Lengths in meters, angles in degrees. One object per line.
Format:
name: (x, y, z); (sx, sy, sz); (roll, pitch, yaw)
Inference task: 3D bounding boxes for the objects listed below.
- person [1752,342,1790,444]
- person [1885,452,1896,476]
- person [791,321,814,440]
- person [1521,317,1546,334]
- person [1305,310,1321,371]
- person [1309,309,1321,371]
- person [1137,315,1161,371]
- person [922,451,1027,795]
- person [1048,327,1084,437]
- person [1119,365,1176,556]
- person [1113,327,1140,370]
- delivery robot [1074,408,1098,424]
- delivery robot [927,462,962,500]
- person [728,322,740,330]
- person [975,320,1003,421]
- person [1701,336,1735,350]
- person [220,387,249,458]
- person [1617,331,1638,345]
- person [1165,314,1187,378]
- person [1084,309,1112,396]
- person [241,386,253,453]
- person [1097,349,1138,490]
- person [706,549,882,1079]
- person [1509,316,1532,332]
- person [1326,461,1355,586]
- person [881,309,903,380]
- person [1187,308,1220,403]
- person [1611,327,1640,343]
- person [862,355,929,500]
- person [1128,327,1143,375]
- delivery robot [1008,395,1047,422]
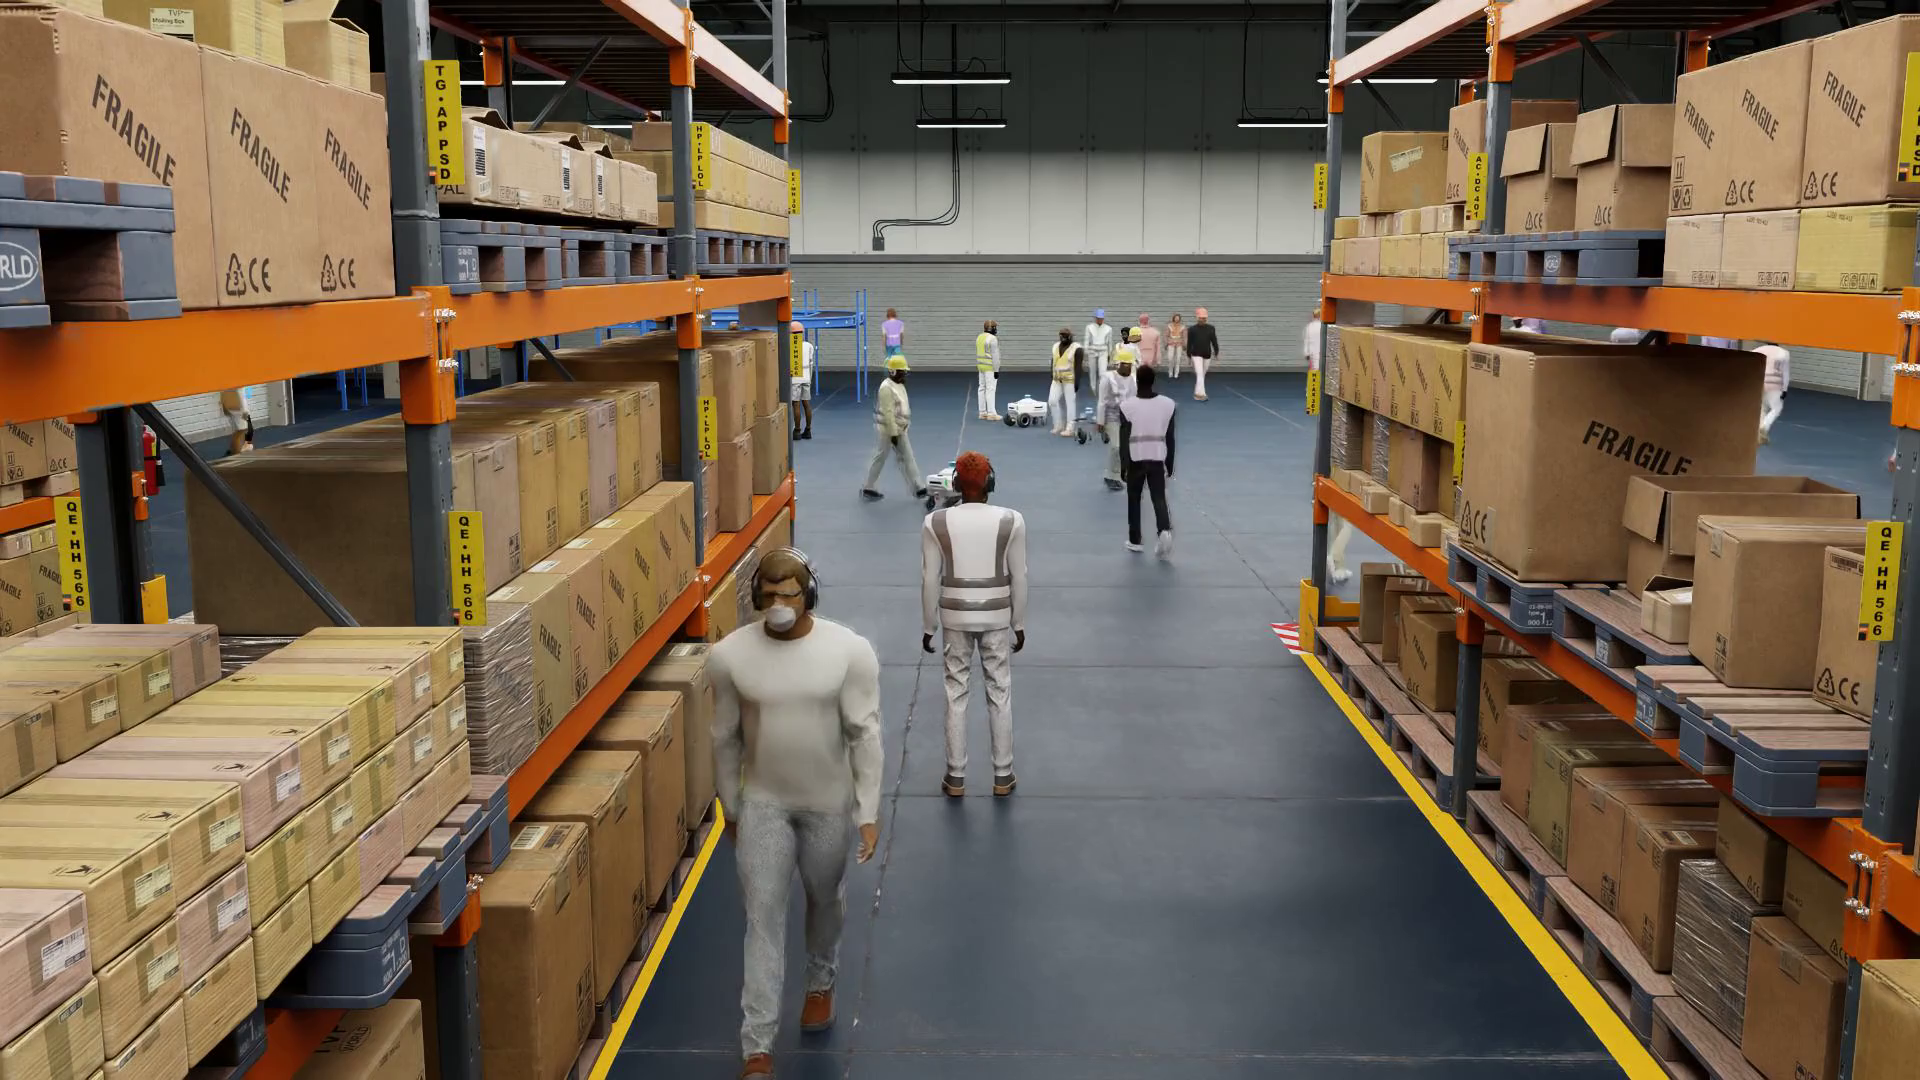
person: (12.889, -2.427, 26.547); (0.631, 1.827, 0.631); (-8, 13, -41)
person: (12.651, -1.709, 21.930); (0.613, 1.933, 0.534); (-4, 10, -23)
person: (-2.665, -2.625, 27.381); (0.360, 1.937, 0.542); (9, 13, 42)
person: (14.584, -5.169, 42.338); (0.631, 2.029, 0.687); (3, 10, 18)
person: (7.849, -4.023, 35.939); (0.864, 1.874, 0.642); (-4, 10, -24)
person: (8.803, -4.825, 41.072); (0.330, 1.765, 0.533); (2, 10, 9)
person: (3.700, -3.607, 33.529); (0.665, 1.859, 1.018); (-2, 10, -10)
person: (0.080, 0.454, 9.087); (0.574, 1.886, 0.360); (0, 9, 1)
person: (1.732, -2.636, 27.768); (0.667, 1.822, 0.556); (7, 12, 38)
person: (1.871, -0.798, 16.556); (0.594, 1.894, 0.866); (-1, 10, -9)
person: (3.114, -3.143, 31.198); (0.540, 1.696, 0.316); (5, 11, 29)
delivery robot: (2.094, -2.031, 27.014); (0.335, 0.223, 0.698); (-3, 10, -17)
delivery robot: (-0.072, -0.687, 19.751); (0.477, 0.478, 0.707); (8, 12, 38)
person: (-3.977, -2.913, 29.375); (0.513, 1.845, 0.333); (-1, 10, -8)
person: (0.539, -3.148, 30.811); (0.430, 1.841, 0.624); (-6, 11, -31)
person: (14.758, -3.458, 32.446); (0.656, 1.913, 0.462); (-1, 9, -4)
person: (-9.897, -1.850, 22.774); (0.399, 1.920, 0.575); (-9, 13, -42)
person: (8.841, -1.822, 22.385); (0.688, 2.000, 0.979); (-7, 12, -36)
person: (5.416, -4.866, 41.725); (0.553, 1.615, 0.529); (1, 10, 5)
person: (2.992, -4.055, 36.090); (0.609, 1.899, 1.012); (0, 9, 0)
person: (-11.005, -2.184, 25.461); (0.319, 1.695, 0.533); (-3, 10, -16)
person: (2.055, -1.540, 21.254); (0.590, 1.807, 0.470); (-7, 12, -36)
person: (-0.597, 0.974, 5.970); (0.635, 1.884, 1.014); (0, 9, -1)
person: (11.881, -3.926, 35.298); (0.553, 1.906, 0.924); (8, 13, 41)
person: (3.434, -0.508, 15.010); (0.524, 1.846, 0.807); (6, 11, 33)
person: (-1.614, -4.672, 40.067); (0.563, 1.803, 0.995); (-3, 10, -16)
person: (5.083, -3.874, 34.862); (0.622, 1.947, 1.018); (-3, 10, -15)
person: (13.423, -3.627, 33.583); (0.654, 1.879, 0.887); (-3, 10, -15)
person: (-0.782, -1.364, 20.308); (0.969, 1.774, 0.609); (3, 10, 20)
person: (3.162, -2.980, 30.078); (0.290, 1.746, 0.487); (2, 10, 13)
delivery robot: (1.207, -2.344, 29.673); (0.707, 0.478, 0.477); (-6, 11, -33)
